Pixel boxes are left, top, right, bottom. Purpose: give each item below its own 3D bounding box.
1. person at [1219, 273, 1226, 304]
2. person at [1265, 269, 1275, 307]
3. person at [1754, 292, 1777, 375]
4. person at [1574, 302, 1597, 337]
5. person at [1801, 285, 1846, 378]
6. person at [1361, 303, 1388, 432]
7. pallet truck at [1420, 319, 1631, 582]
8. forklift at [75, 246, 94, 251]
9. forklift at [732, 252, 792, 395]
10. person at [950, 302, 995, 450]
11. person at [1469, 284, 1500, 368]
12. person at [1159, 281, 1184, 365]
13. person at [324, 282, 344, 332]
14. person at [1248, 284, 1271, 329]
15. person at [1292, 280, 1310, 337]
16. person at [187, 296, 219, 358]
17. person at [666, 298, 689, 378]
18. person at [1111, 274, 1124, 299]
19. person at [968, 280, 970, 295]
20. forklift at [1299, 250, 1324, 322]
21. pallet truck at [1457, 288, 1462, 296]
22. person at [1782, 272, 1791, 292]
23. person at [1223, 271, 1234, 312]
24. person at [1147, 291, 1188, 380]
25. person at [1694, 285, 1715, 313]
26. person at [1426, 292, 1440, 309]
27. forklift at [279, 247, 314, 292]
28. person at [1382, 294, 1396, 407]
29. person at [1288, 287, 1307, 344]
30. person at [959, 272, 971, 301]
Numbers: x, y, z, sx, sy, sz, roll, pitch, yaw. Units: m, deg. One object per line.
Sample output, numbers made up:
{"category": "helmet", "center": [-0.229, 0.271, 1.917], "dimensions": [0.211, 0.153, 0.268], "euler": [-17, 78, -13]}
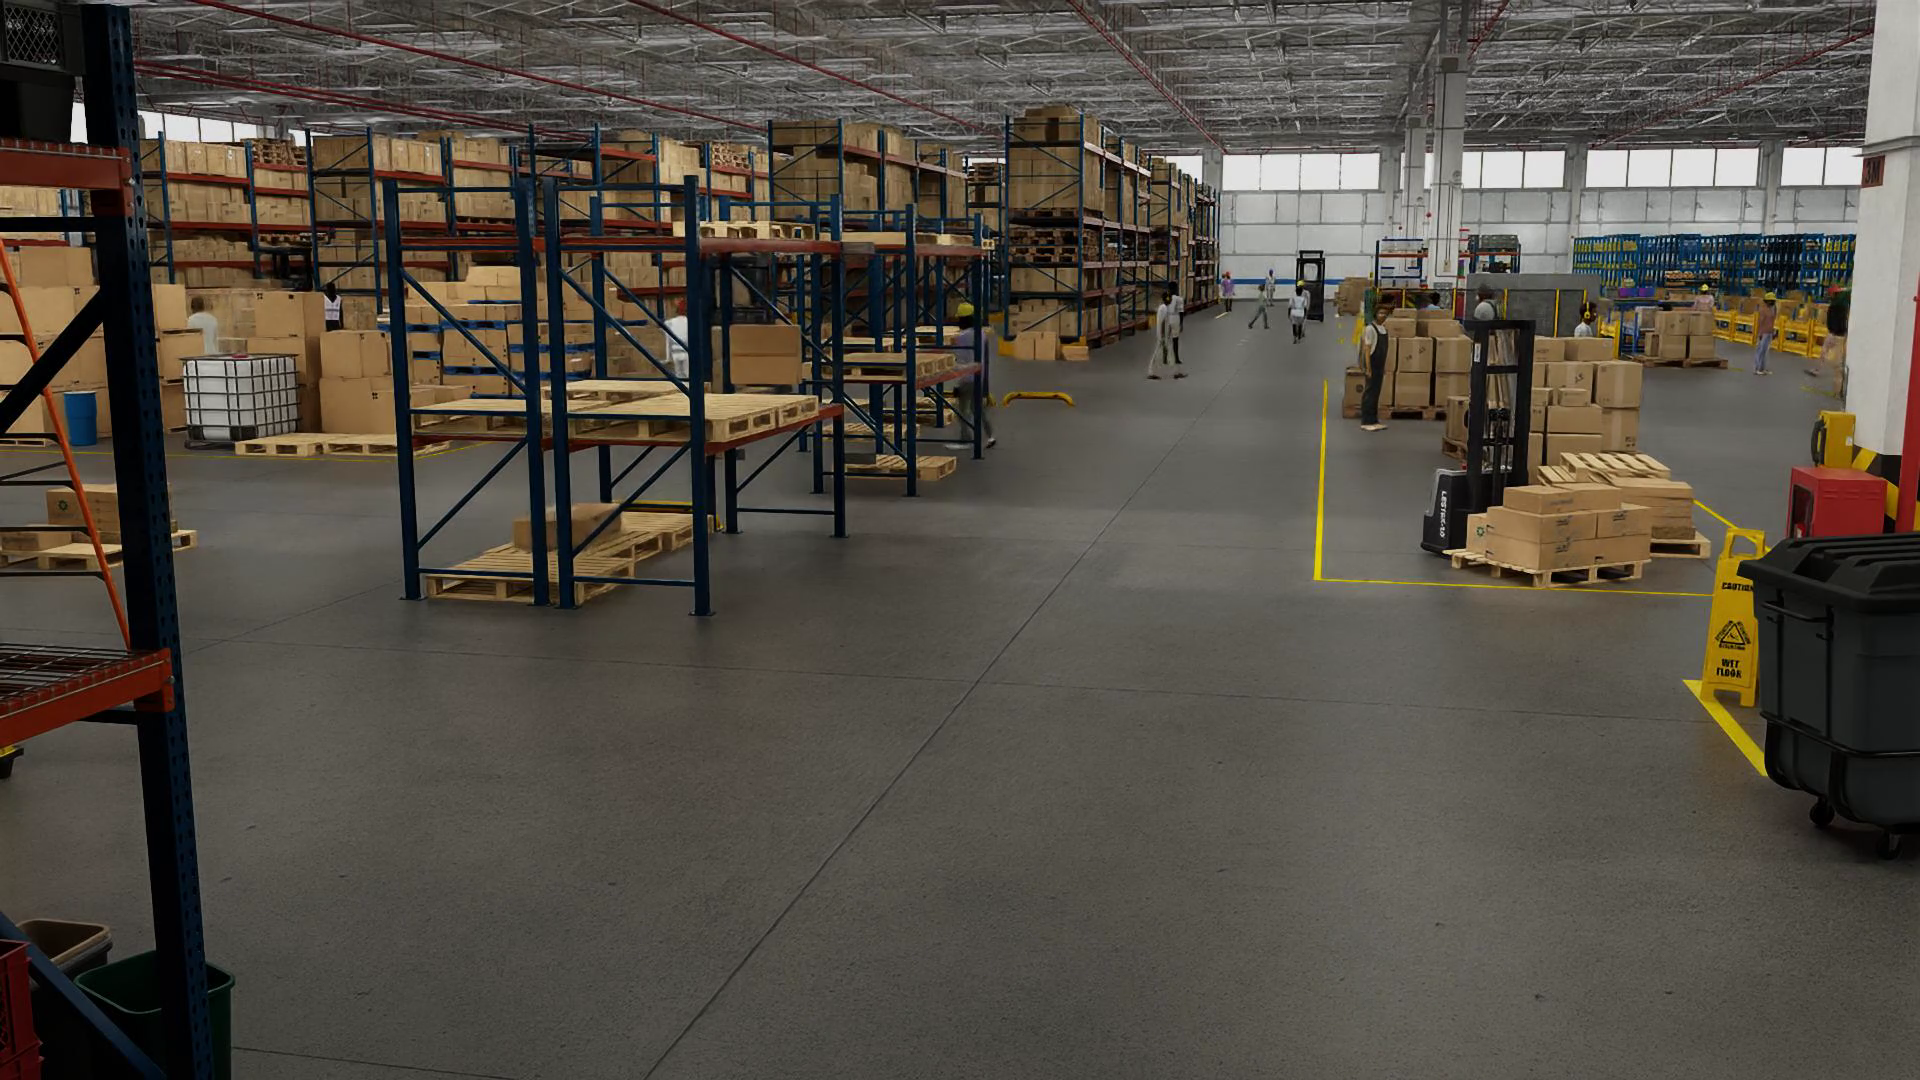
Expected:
{"category": "person", "center": [14.570, -13.812, 91.407], "dimensions": [0.521, 1.728, 0.792], "euler": [-6, 11, -32]}
{"category": "person", "center": [16.246, -13.188, 87.056], "dimensions": [0.609, 1.948, 0.389], "euler": [-5, 11, -26]}
{"category": "person", "center": [17.355, -4.437, 35.777], "dimensions": [0.523, 1.769, 0.314], "euler": [-7, 12, -34]}
{"category": "person", "center": [8.839, -2.425, 23.550], "dimensions": [0.329, 1.873, 0.515], "euler": [2, 10, 10]}
{"category": "person", "center": [18.134, -4.325, 34.595], "dimensions": [0.630, 1.933, 1.021], "euler": [-9, 13, -43]}
{"category": "person", "center": [6.011, -2.490, 24.023], "dimensions": [0.349, 1.843, 0.506], "euler": [8, 13, 41]}
{"category": "pallet truck", "center": [4.543, -0.757, 13.299], "dimensions": [0.823, 1.965, 1.885], "euler": [-4, 10, -22]}
{"category": "forklift", "center": [-23.249, -6.429, 44.276], "dimensions": [1.873, 2.768, 1.129], "euler": [-5, 11, -28]}
{"category": "forklift", "center": [-3.738, -3.900, 29.303], "dimensions": [1.129, 2.768, 1.873], "euler": [2, 10, 12]}
{"category": "person", "center": [0.125, -2.106, 21.557], "dimensions": [0.444, 1.939, 0.614], "euler": [6, 11, 33]}
{"category": "person", "center": [10.197, -4.048, 32.662], "dimensions": [1.002, 2.000, 0.697], "euler": [8, 12, 38]}
{"category": "person", "center": [4.962, -5.094, 39.074], "dimensions": [0.608, 1.966, 0.371], "euler": [5, 11, 26]}
{"category": "person", "center": [-15.491, -5.388, 40.993], "dimensions": [0.596, 1.910, 0.384], "euler": [-9, 13, -42]}
{"category": "person", "center": [10.665, -8.303, 59.147], "dimensions": [0.774, 1.604, 0.510], "euler": [2, 10, 13]}
{"category": "person", "center": [10.925, -7.411, 53.304], "dimensions": [0.586, 1.803, 0.849], "euler": [1, 10, 5]}
{"category": "person", "center": [-12.062, -2.952, 26.596], "dimensions": [0.968, 1.905, 0.643], "euler": [4, 10, 23]}
{"category": "person", "center": [-4.393, -2.892, 26.369], "dimensions": [0.587, 1.865, 0.743], "euler": [1, 10, 6]}
{"category": "person", "center": [7.877, -12.439, 83.026], "dimensions": [0.624, 1.815, 0.841], "euler": [4, 10, 23]}
{"category": "person", "center": [0.037, -10.881, 73.548], "dimensions": [0.661, 1.889, 0.989], "euler": [5, 11, 25]}
{"category": "forklift", "center": [13.778, -10.002, 65.433], "dimensions": [1.129, 2.768, 1.873], "euler": [2, 10, 12]}
{"category": "pallet truck", "center": [20.506, -9.785, 68.819], "dimensions": [0.653, 1.274, 1.630], "euler": [2, 10, 12]}
{"category": "person", "center": [43.937, -13.368, 88.481], "dimensions": [0.376, 1.832, 0.565], "euler": [-9, 13, -41]}
{"category": "person", "center": [12.599, -11.654, 78.098], "dimensions": [0.568, 1.898, 0.605], "euler": [0, 10, 1]}
{"category": "person", "center": [4.273, -4.199, 34.180], "dimensions": [0.918, 1.825, 0.542], "euler": [-1, 10, -7]}
{"category": "person", "center": [21.517, -6.501, 48.081], "dimensions": [0.540, 1.734, 0.819], "euler": [3, 10, 20]}
{"category": "person", "center": [11.588, -5.269, 40.988], "dimensions": [0.533, 1.670, 0.766], "euler": [-8, 12, -39]}
{"category": "forklift", "center": [-19.640, -7.293, 49.395], "dimensions": [1.129, 2.768, 1.873], "euler": [2, 10, 12]}
{"category": "person", "center": [7.108, -3.164, 27.841], "dimensions": [0.442, 1.907, 0.593], "euler": [2, 10, 11]}
{"category": "person", "center": [9.931, -6.599, 48.866], "dimensions": [0.535, 1.667, 0.781], "euler": [0, 10, 3]}
{"category": "person", "center": [0.216, -9.216, 63.398], "dimensions": [1.056, 1.985, 0.612], "euler": [-1, 10, -4]}
